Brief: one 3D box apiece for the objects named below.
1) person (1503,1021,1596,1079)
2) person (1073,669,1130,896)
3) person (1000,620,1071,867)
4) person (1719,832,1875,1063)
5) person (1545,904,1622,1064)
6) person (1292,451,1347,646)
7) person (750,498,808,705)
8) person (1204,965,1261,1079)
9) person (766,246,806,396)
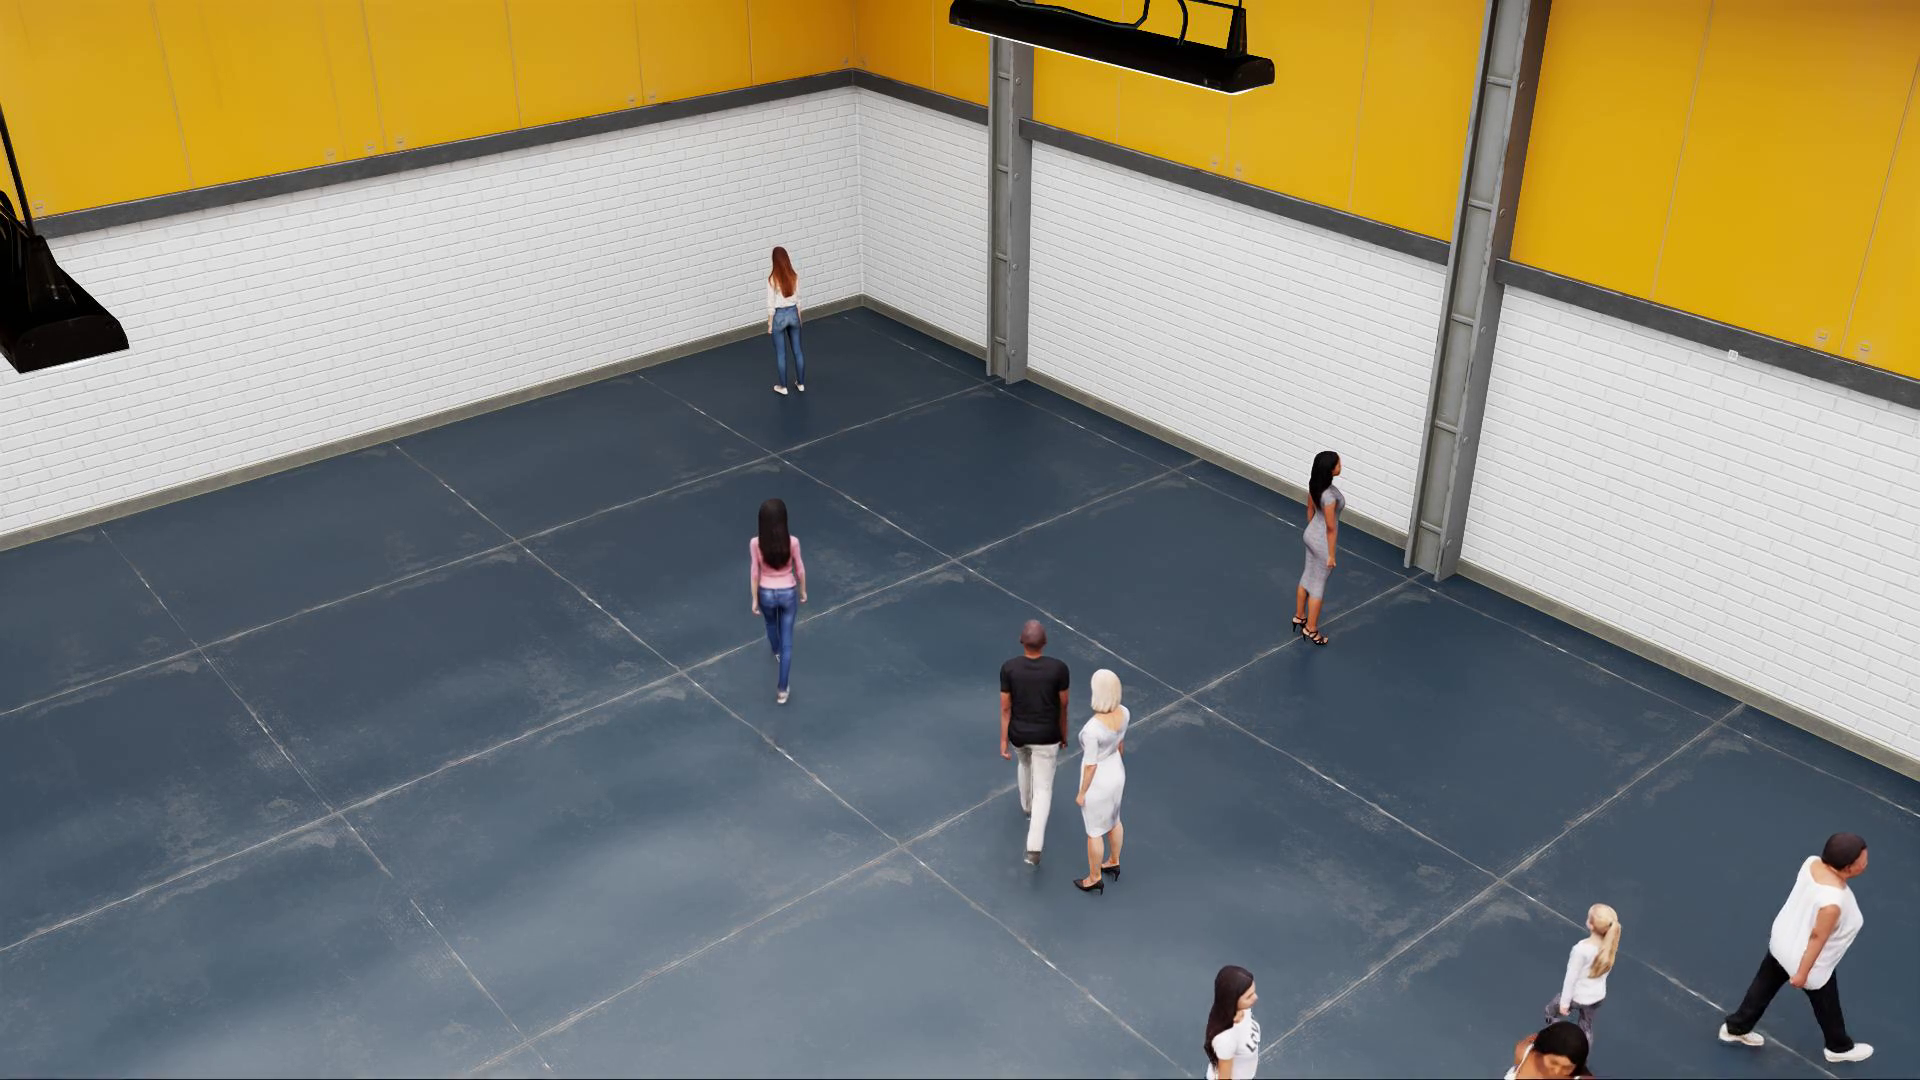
[{"bbox_3d":[3.017,3.056,8.610,0.699,1.772,0.652,-15,32,-26],"label":"person"},{"bbox_3d":[0.966,1.631,11.245,0.532,1.750,0.589,24,37,37],"label":"person"},{"bbox_3d":[0.517,1.432,11.588,1.209,1.771,1.183,6,29,10],"label":"person"},{"bbox_3d":[4.966,2.435,9.881,1.169,1.645,1.092,3,29,6],"label":"person"},{"bbox_3d":[3.706,2.704,9.779,0.587,1.270,0.617,-9,30,-16],"label":"person"},{"bbox_3d":[3.044,0.054,14.105,0.723,1.781,0.603,-6,29,-11],"label":"person"},{"bbox_3d":[-1.465,0.511,13.339,0.997,1.713,1.111,0,29,-1],"label":"person"},{"bbox_3d":[1.324,2.939,8.836,1.024,1.762,0.898,8,30,14],"label":"person"},{"bbox_3d":[-1.971,-2.485,18.816,0.619,1.728,0.580,-13,31,-23],"label":"person"}]
